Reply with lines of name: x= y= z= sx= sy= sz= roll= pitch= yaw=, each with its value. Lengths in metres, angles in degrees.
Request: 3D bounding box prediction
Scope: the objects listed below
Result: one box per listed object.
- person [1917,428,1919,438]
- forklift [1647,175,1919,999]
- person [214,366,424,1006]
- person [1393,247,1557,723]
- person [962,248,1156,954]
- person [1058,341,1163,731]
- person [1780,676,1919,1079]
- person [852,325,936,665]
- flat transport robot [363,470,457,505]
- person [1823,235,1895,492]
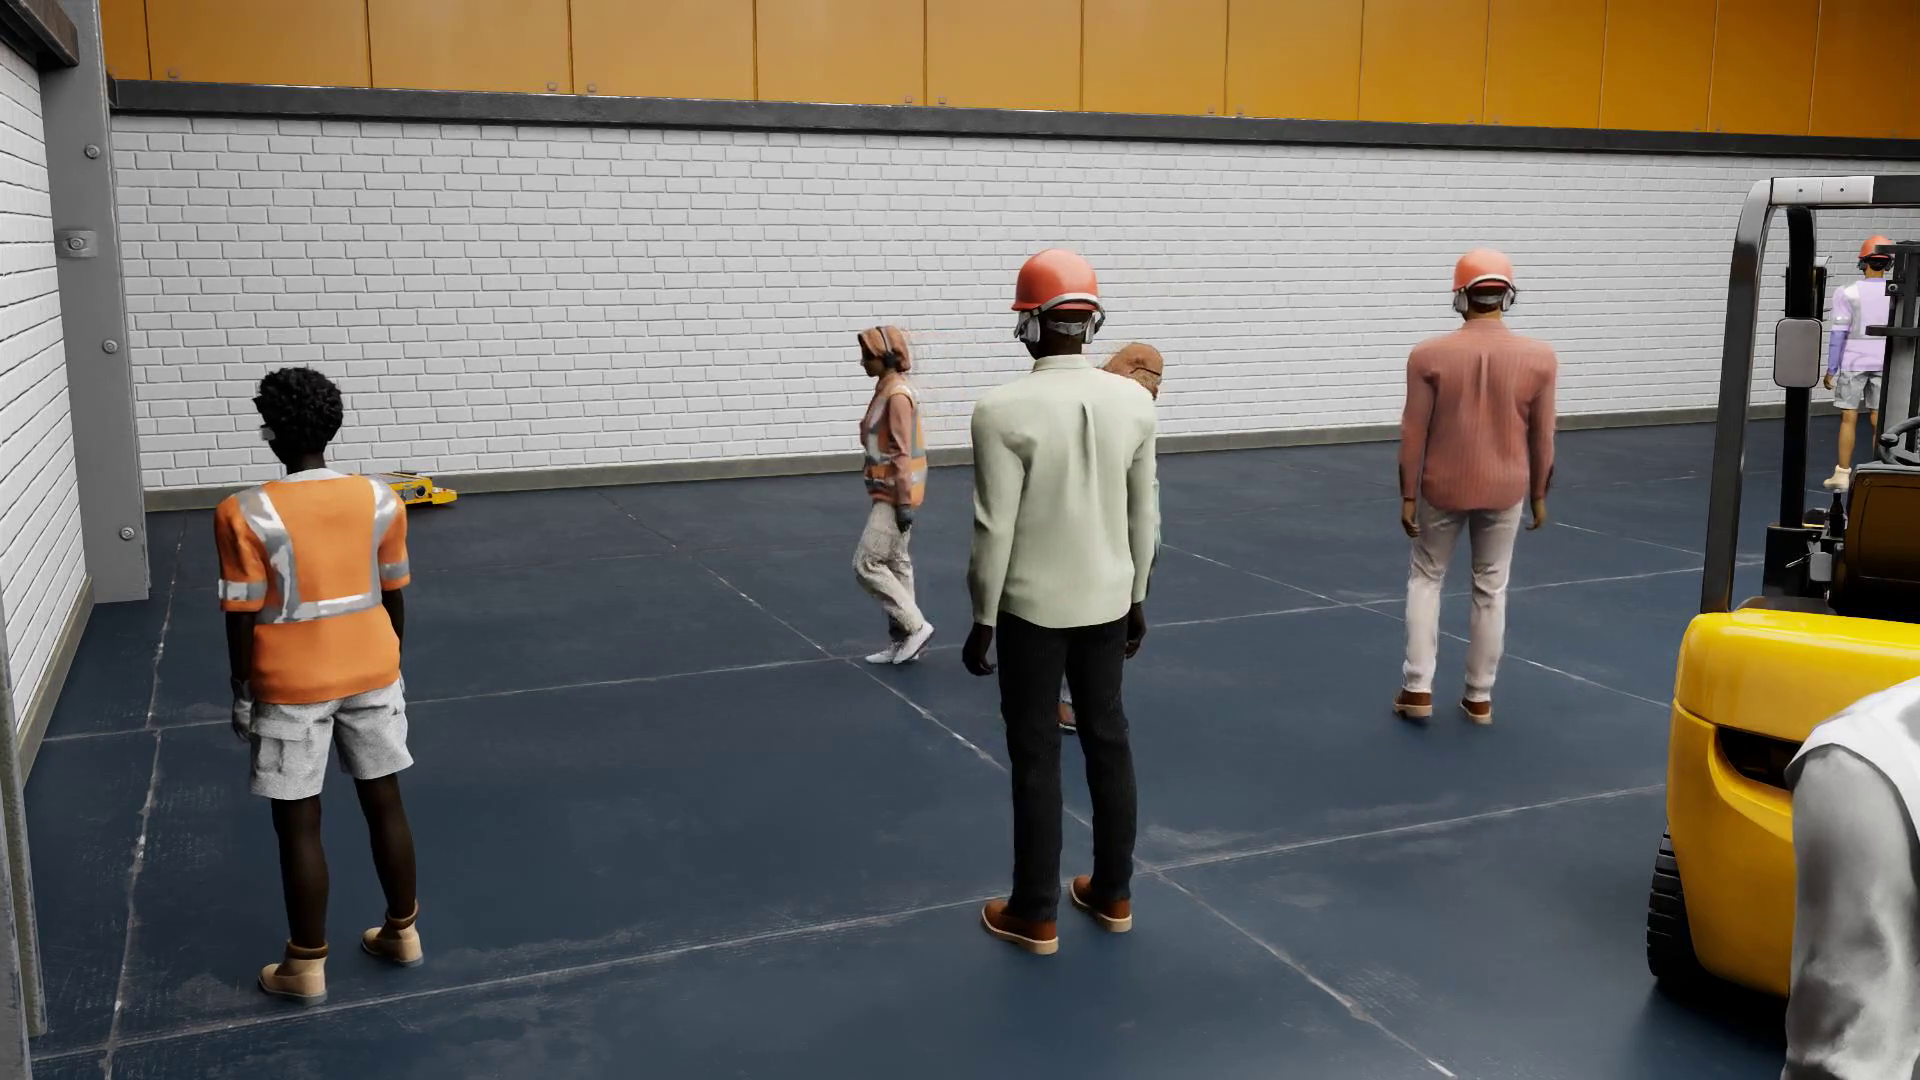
person: x=8.397 y=-1.472 z=14.338 sx=0.554 sy=1.808 sz=0.850 roll=1 pitch=10 yaw=4
forklift: x=2.810 y=0.094 z=4.662 sx=1.214 sy=2.155 sz=2.313 roll=7 pitch=12 yaw=34
person: x=-1.705 y=0.383 z=4.466 sx=0.321 sy=1.690 sz=0.529 roll=9 pitch=13 yaw=39
person: x=2.128 y=-0.205 z=6.888 sx=0.628 sy=1.990 sz=0.438 roll=2 pitch=10 yaw=11
person: x=0.277 y=0.176 z=4.758 sx=0.623 sy=1.992 sz=0.397 roll=-6 pitch=12 yaw=-30
person: x=0.623 y=-0.017 z=6.869 sx=0.414 sy=1.603 sz=0.529 roll=7 pitch=13 yaw=35
person: x=1.086 y=0.777 z=1.757 sx=0.578 sy=1.883 sz=0.353 roll=-5 pitch=11 yaw=-26
person: x=-0.343 y=-0.188 z=7.761 sx=0.381 sy=1.619 sz=0.547 roll=-1 pitch=10 yaw=-8
flat transport robot: x=-4.532 y=-0.331 z=12.305 sx=0.652 sy=0.197 sz=1.431 roll=8 pitch=13 yaw=39
person: x=7.233 y=-1.396 z=13.289 sx=0.615 sy=2.043 sz=0.373 roll=1 pitch=10 yaw=7
